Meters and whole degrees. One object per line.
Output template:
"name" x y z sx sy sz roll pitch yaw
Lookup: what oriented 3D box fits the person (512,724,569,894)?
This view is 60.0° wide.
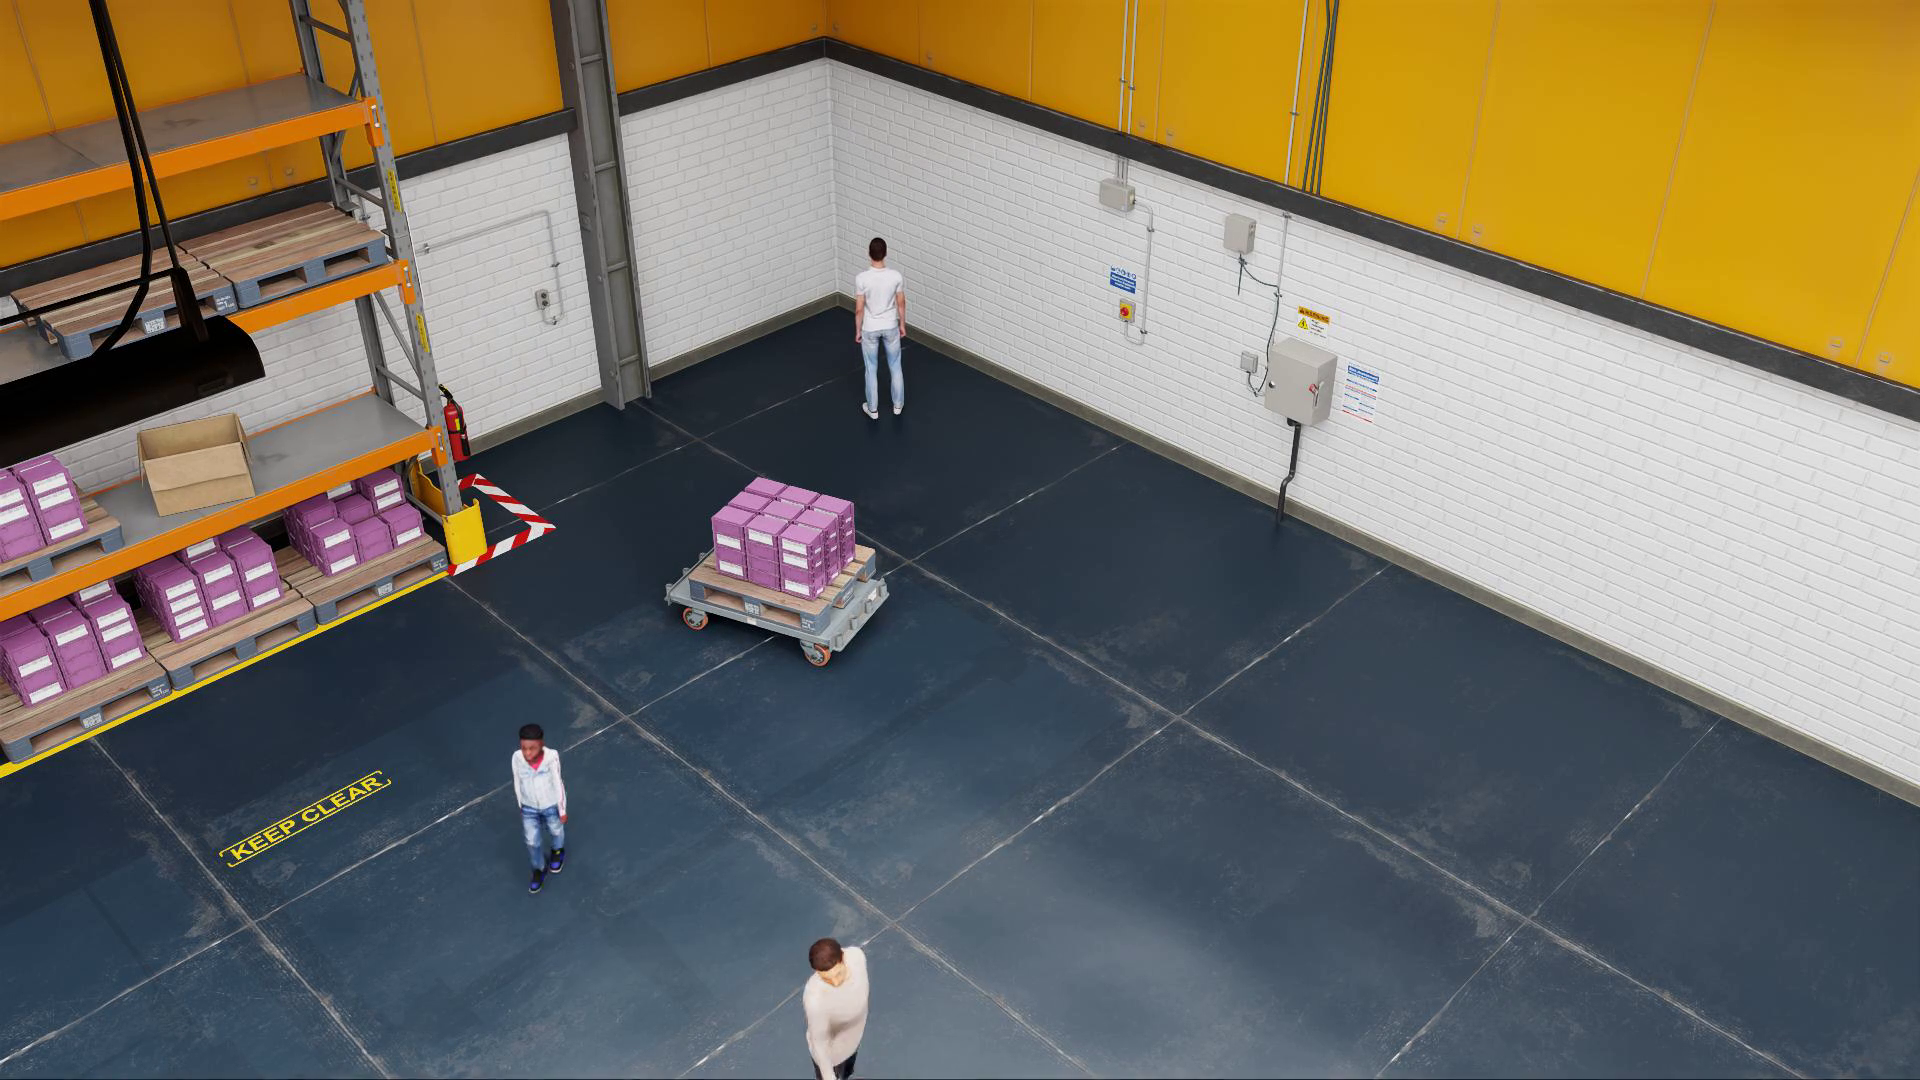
"person" -2.789 1.695 11.144 0.693 1.251 0.748 -1 34 -2

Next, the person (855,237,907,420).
"person" -0.782 -2.069 16.265 0.665 1.850 0.797 -9 35 -13

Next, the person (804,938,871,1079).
"person" -0.673 2.701 9.104 0.983 1.833 0.717 8 34 12
